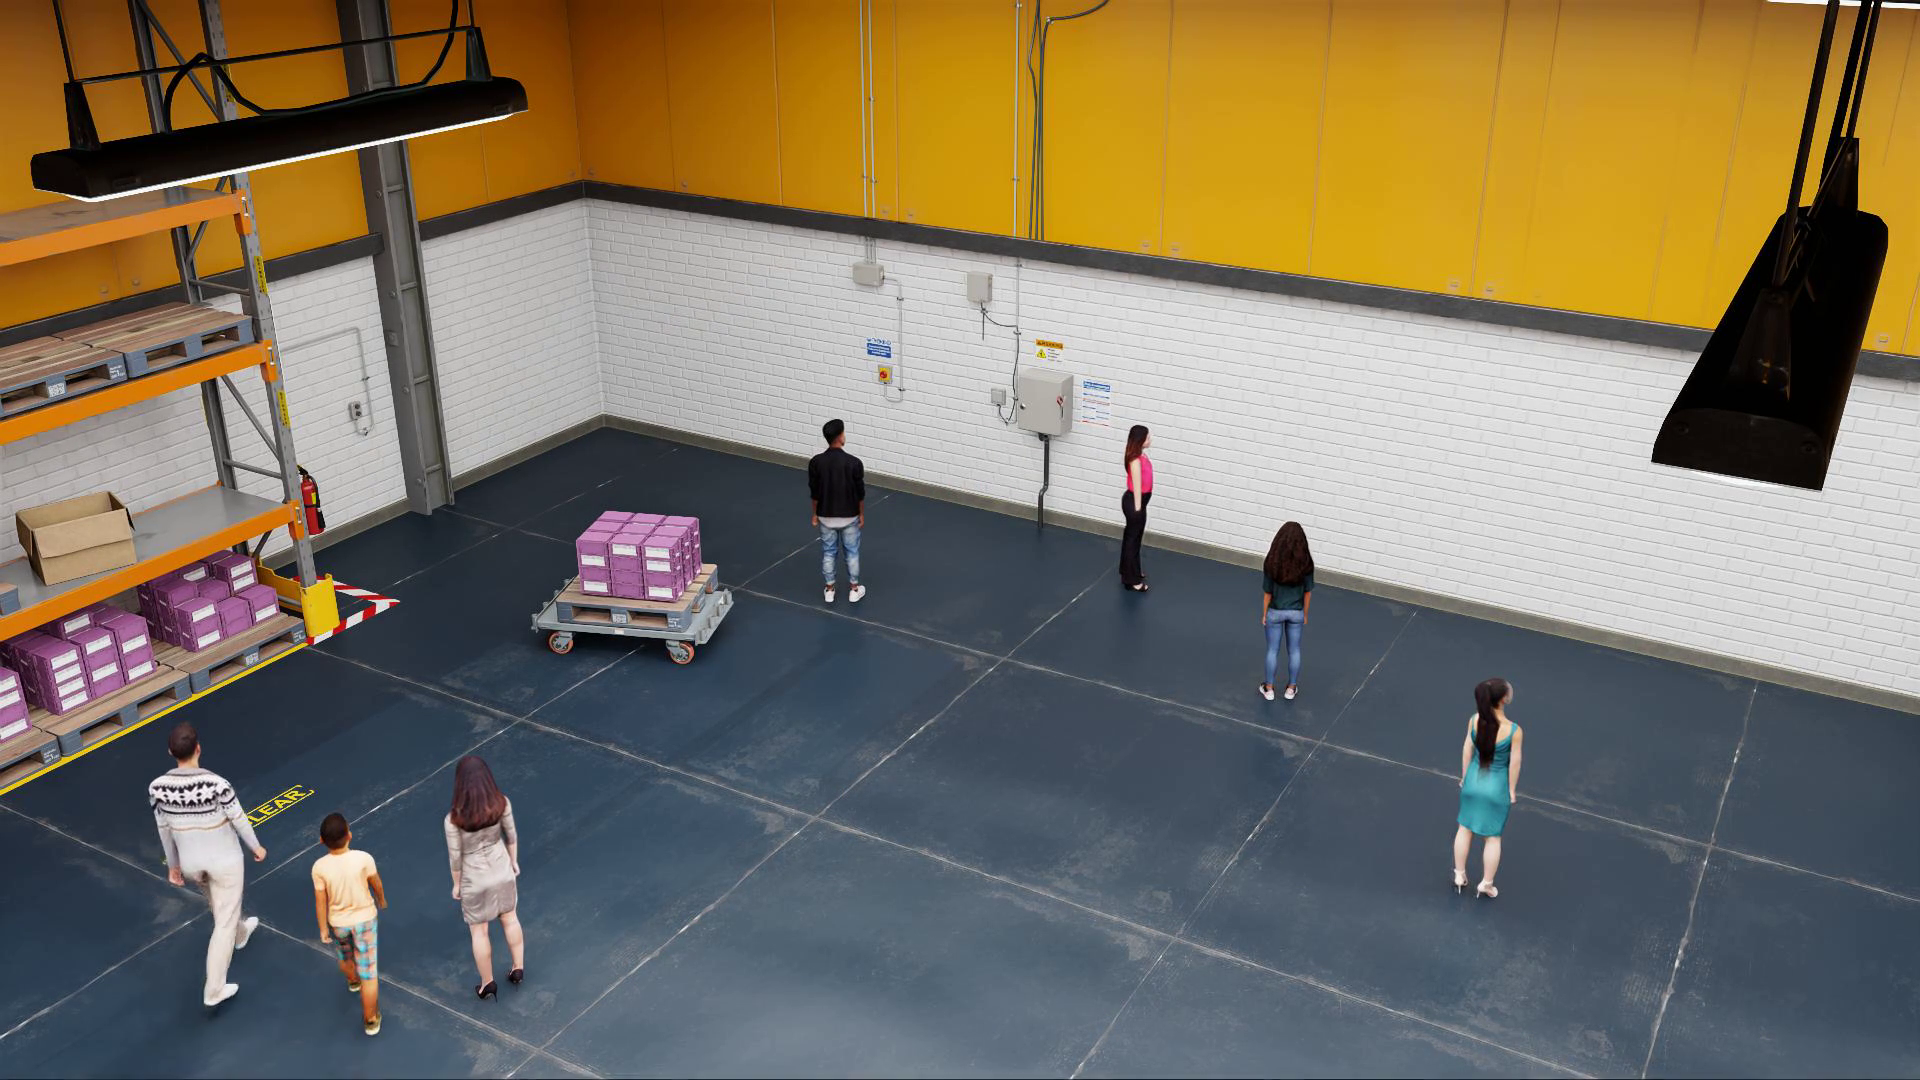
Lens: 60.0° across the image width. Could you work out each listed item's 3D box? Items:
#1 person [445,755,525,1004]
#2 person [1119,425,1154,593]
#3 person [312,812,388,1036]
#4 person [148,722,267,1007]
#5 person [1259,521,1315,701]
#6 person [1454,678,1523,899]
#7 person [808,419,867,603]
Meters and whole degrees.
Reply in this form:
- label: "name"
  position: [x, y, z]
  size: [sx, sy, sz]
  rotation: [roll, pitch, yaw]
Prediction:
- label: "person"
  position: [-2.972, 2.124, 10.440]
  size: [0.569, 1.747, 0.713]
  rotation: [-18, 29, -35]
- label: "person"
  position: [1.715, -0.331, 16.166]
  size: [0.726, 1.659, 0.601]
  rotation: [2, 24, 3]
- label: "person"
  position: [-3.739, 2.387, 10.224]
  size: [0.887, 1.438, 0.960]
  rotation: [-5, 24, -11]
- label: "person"
  position: [-4.751, 2.068, 10.479]
  size: [1.037, 1.817, 1.296]
  rotation: [2, 24, 4]
- label: "person"
  position: [2.757, 0.600, 14.090]
  size: [0.703, 1.617, 0.733]
  rotation: [1, 24, 2]
- label: "person"
  position: [3.630, 1.711, 11.460]
  size: [0.569, 1.686, 0.516]
  rotation: [17, 29, 34]
- label: "person"
  position: [-1.163, -0.266, 15.833]
  size: [0.777, 1.807, 0.751]
  rotation: [3, 24, 7]
